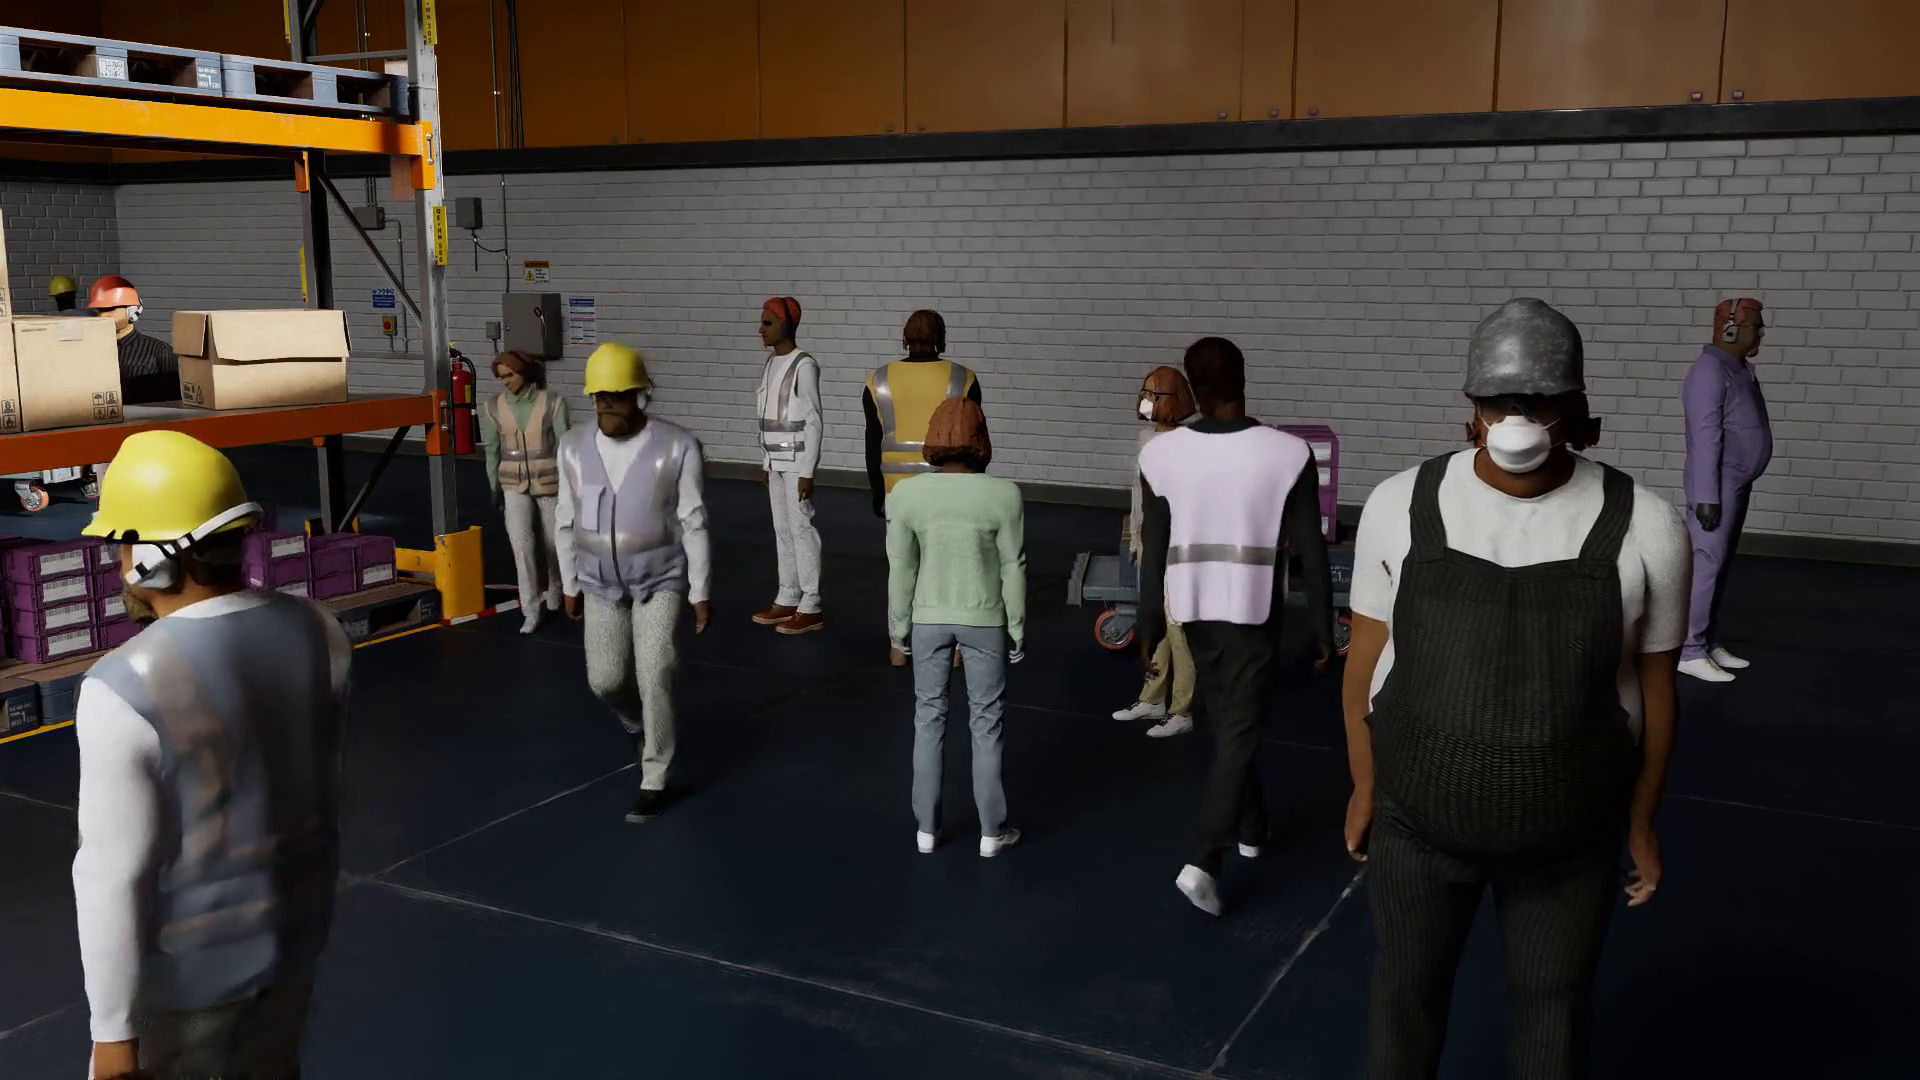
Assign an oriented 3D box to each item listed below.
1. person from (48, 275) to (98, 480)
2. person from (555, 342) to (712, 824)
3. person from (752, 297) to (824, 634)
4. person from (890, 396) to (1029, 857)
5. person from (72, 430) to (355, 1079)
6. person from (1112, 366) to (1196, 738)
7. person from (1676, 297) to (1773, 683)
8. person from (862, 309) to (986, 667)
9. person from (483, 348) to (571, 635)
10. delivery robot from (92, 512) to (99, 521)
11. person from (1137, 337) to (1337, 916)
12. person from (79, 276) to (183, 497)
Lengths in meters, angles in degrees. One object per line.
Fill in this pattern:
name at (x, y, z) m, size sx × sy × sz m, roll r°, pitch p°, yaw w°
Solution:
person at (-8.235, -1.499, 15.511) m, size 0.412 × 1.915 × 0.644 m, roll 8°, pitch 13°, yaw 40°
person at (-1.233, 0.132, 6.393) m, size 0.623 × 1.806 × 0.612 m, roll 1°, pitch 10°, yaw 8°
person at (-0.961, -0.417, 9.345) m, size 0.349 × 1.882 × 0.577 m, roll -6°, pitch 11°, yaw -29°
person at (0.000, 0.310, 5.863) m, size 0.497 × 1.633 × 0.289 m, roll 2°, pitch 10°, yaw 14°
person at (-1.355, 0.708, 3.000) m, size 0.464 × 1.824 × 0.617 m, roll 4°, pitch 11°, yaw 21°
person at (0.892, 0.047, 7.371) m, size 0.280 × 1.636 × 0.500 m, roll -4°, pitch 11°, yaw -23°
person at (3.834, -0.255, 8.344) m, size 0.409 × 1.905 × 0.652 m, roll 7°, pitch 12°, yaw 35°
person at (-0.173, -0.259, 8.550) m, size 0.627 × 1.844 × 0.429 m, roll 1°, pitch 10°, yaw 7°
person at (-2.446, -0.316, 9.569) m, size 0.540 × 1.595 × 0.816 m, roll -1°, pitch 10°, yaw -5°
delivery robot at (-5.358, -0.096, 11.042) m, size 0.707 × 0.478 × 0.477 m, roll -6°, pitch 12°, yaw -30°
person at (0.894, 0.259, 5.521) m, size 0.643 × 1.859 × 0.996 m, roll 4°, pitch 11°, yaw 24°
person at (-4.805, -0.520, 9.618) m, size 0.622 × 1.993 × 0.382 m, roll 0°, pitch 10°, yaw 1°
